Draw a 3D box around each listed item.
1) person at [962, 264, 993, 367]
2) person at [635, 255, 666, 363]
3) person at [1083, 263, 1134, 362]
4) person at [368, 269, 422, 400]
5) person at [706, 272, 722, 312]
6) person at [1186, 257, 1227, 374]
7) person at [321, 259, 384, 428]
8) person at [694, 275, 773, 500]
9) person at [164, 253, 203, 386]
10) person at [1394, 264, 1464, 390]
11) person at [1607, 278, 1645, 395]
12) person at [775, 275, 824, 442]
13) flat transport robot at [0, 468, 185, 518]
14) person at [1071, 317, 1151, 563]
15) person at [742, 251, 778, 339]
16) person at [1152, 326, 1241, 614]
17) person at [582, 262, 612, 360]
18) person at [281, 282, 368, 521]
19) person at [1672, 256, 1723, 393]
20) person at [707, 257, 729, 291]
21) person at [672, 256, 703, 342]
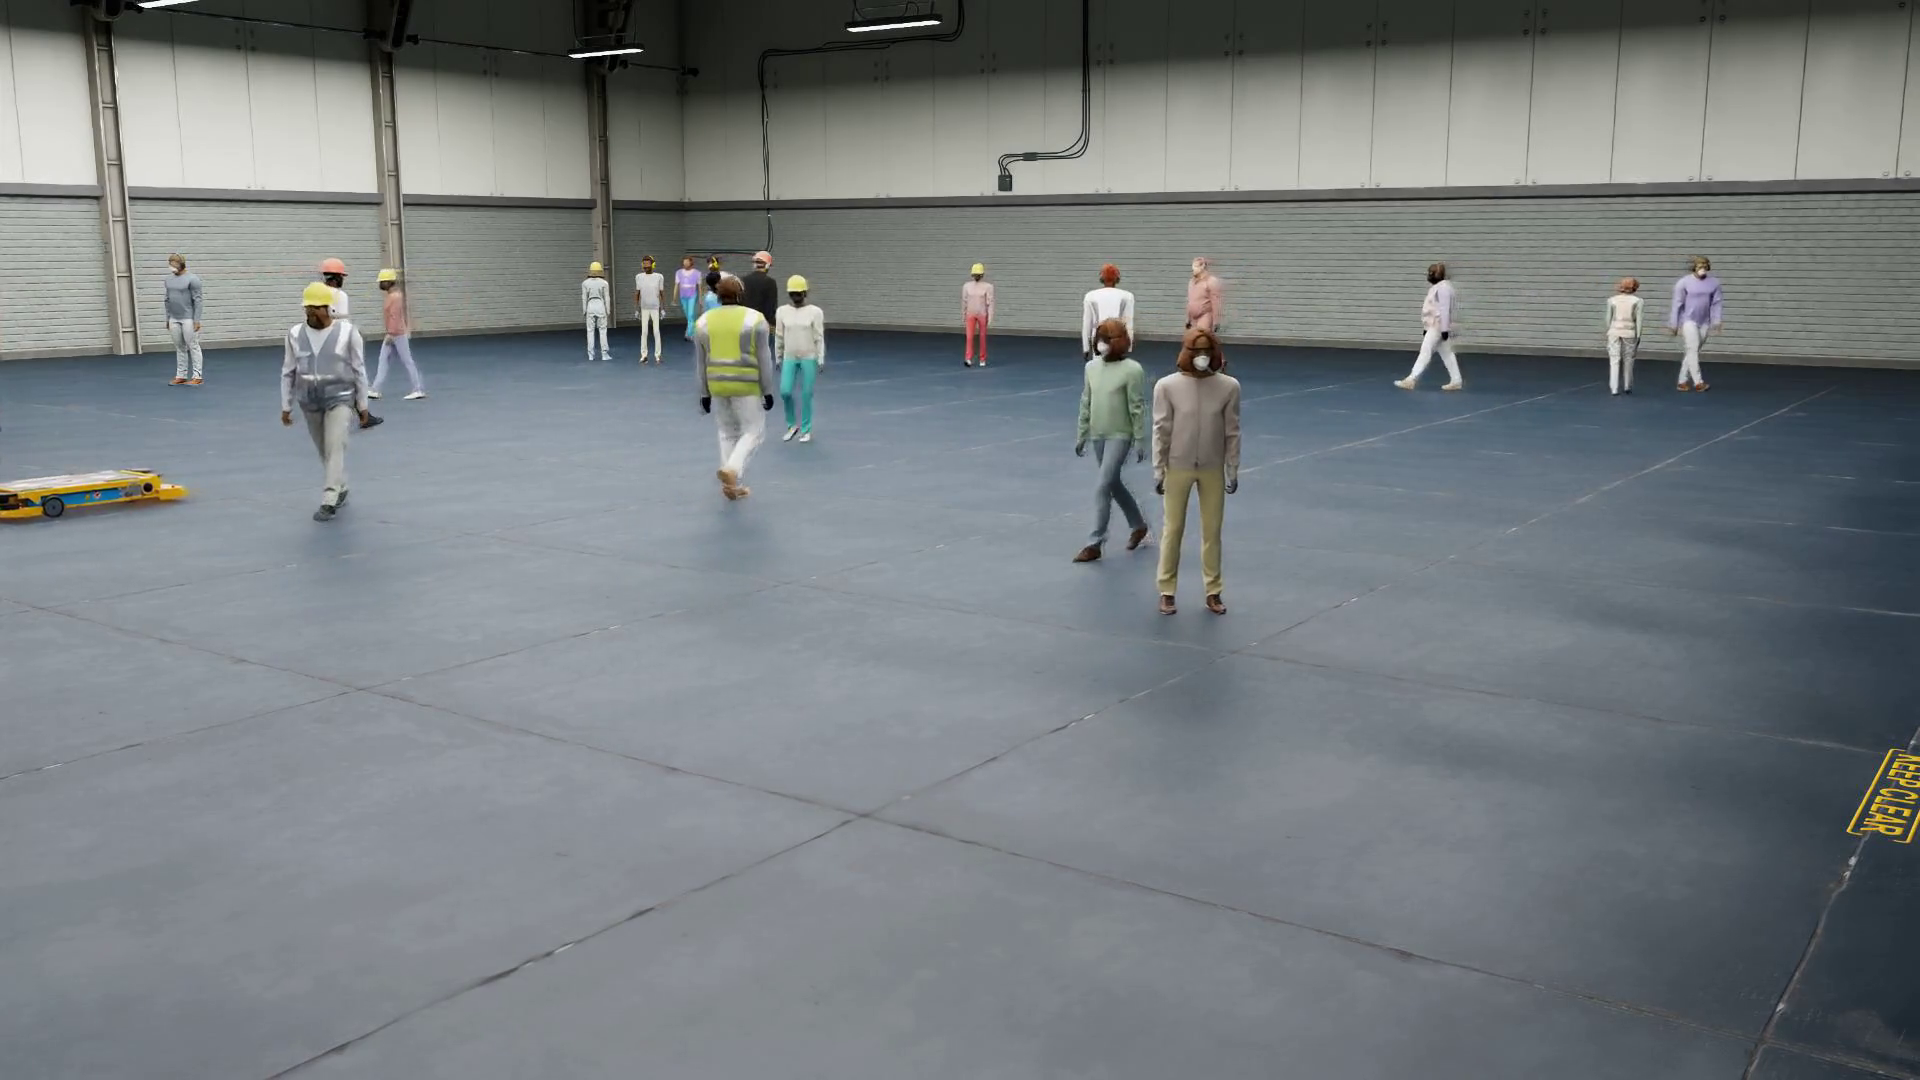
[{"bbox_3d":[0.291,-3.749,27.902,0.531,1.711,0.928,2,10,9],"label":"person"},{"bbox_3d":[-5.379,-4.000,28.886,0.523,1.865,0.317,0,10,-1],"label":"person"},{"bbox_3d":[1.668,-2.179,18.724,0.573,1.865,0.695,1,10,7],"label":"person"},{"bbox_3d":[-7.568,-2.702,21.986,0.871,1.724,0.536,-7,12,-35],"label":"person"},{"bbox_3d":[-3.436,-2.988,23.759,0.423,1.669,0.621,-1,10,-3],"label":"person"},{"bbox_3d":[3.757,-3.377,25.374,0.827,1.879,0.655,-5,11,-26],"label":"person"},{"bbox_3d":[-6.901,-2.169,18.522,0.567,1.899,0.817,6,12,32],"label":"person"},{"bbox_3d":[-1.814,-1.193,13.279,0.637,1.823,0.609,3,11,17],"label":"person"},{"bbox_3d":[-11.329,-3.208,24.263,0.627,1.934,0.372,4,11,19],"label":"person"},{"bbox_3d":[6.722,-3.015,23.595,0.982,1.787,0.640,2,10,10],"label":"person"},{"bbox_3d":[9.155,-2.799,22.894,0.506,1.589,0.852,6,12,32],"label":"person"},{"bbox_3d":[-1.677,-1.884,17.370,0.549,1.748,0.427,1,10,6],"label":"person"},{"bbox_3d":[-6.950,-0.378,13.062,0.652,0.197,1.431,7,12,36],"label":"flat transport robot"},{"bbox_3d":[1.034,-0.679,11.030,0.817,1.601,0.509,-9,13,-40],"label":"person"},{"bbox_3d":[-2.775,-3.024,23.129,0.670,1.960,0.492,7,12,34],"label":"person"},{"bbox_3d":[1.319,-0.383,9.306,0.500,1.625,0.293,-1,10,-4],"label":"person"},{"bbox_3d":[-6.480,-4.080,29.683,0.493,1.740,0.325,1,10,3],"label":"person"},{"bbox_3d":[-4.875,-1.083,12.780,0.614,1.788,0.939,0,10,0],"label":"person"},{"bbox_3d":[10.282,-2.982,23.101,0.617,1.885,0.965,-1,10,-6],"label":"person"},{"bbox_3d":[-4.585,-4.460,31.619,0.504,1.804,0.953,8,13,39],"label":"person"},{"bbox_3d":[-5.761,-5.069,35.065,0.576,1.798,0.961,3,11,17],"label":"person"}]
